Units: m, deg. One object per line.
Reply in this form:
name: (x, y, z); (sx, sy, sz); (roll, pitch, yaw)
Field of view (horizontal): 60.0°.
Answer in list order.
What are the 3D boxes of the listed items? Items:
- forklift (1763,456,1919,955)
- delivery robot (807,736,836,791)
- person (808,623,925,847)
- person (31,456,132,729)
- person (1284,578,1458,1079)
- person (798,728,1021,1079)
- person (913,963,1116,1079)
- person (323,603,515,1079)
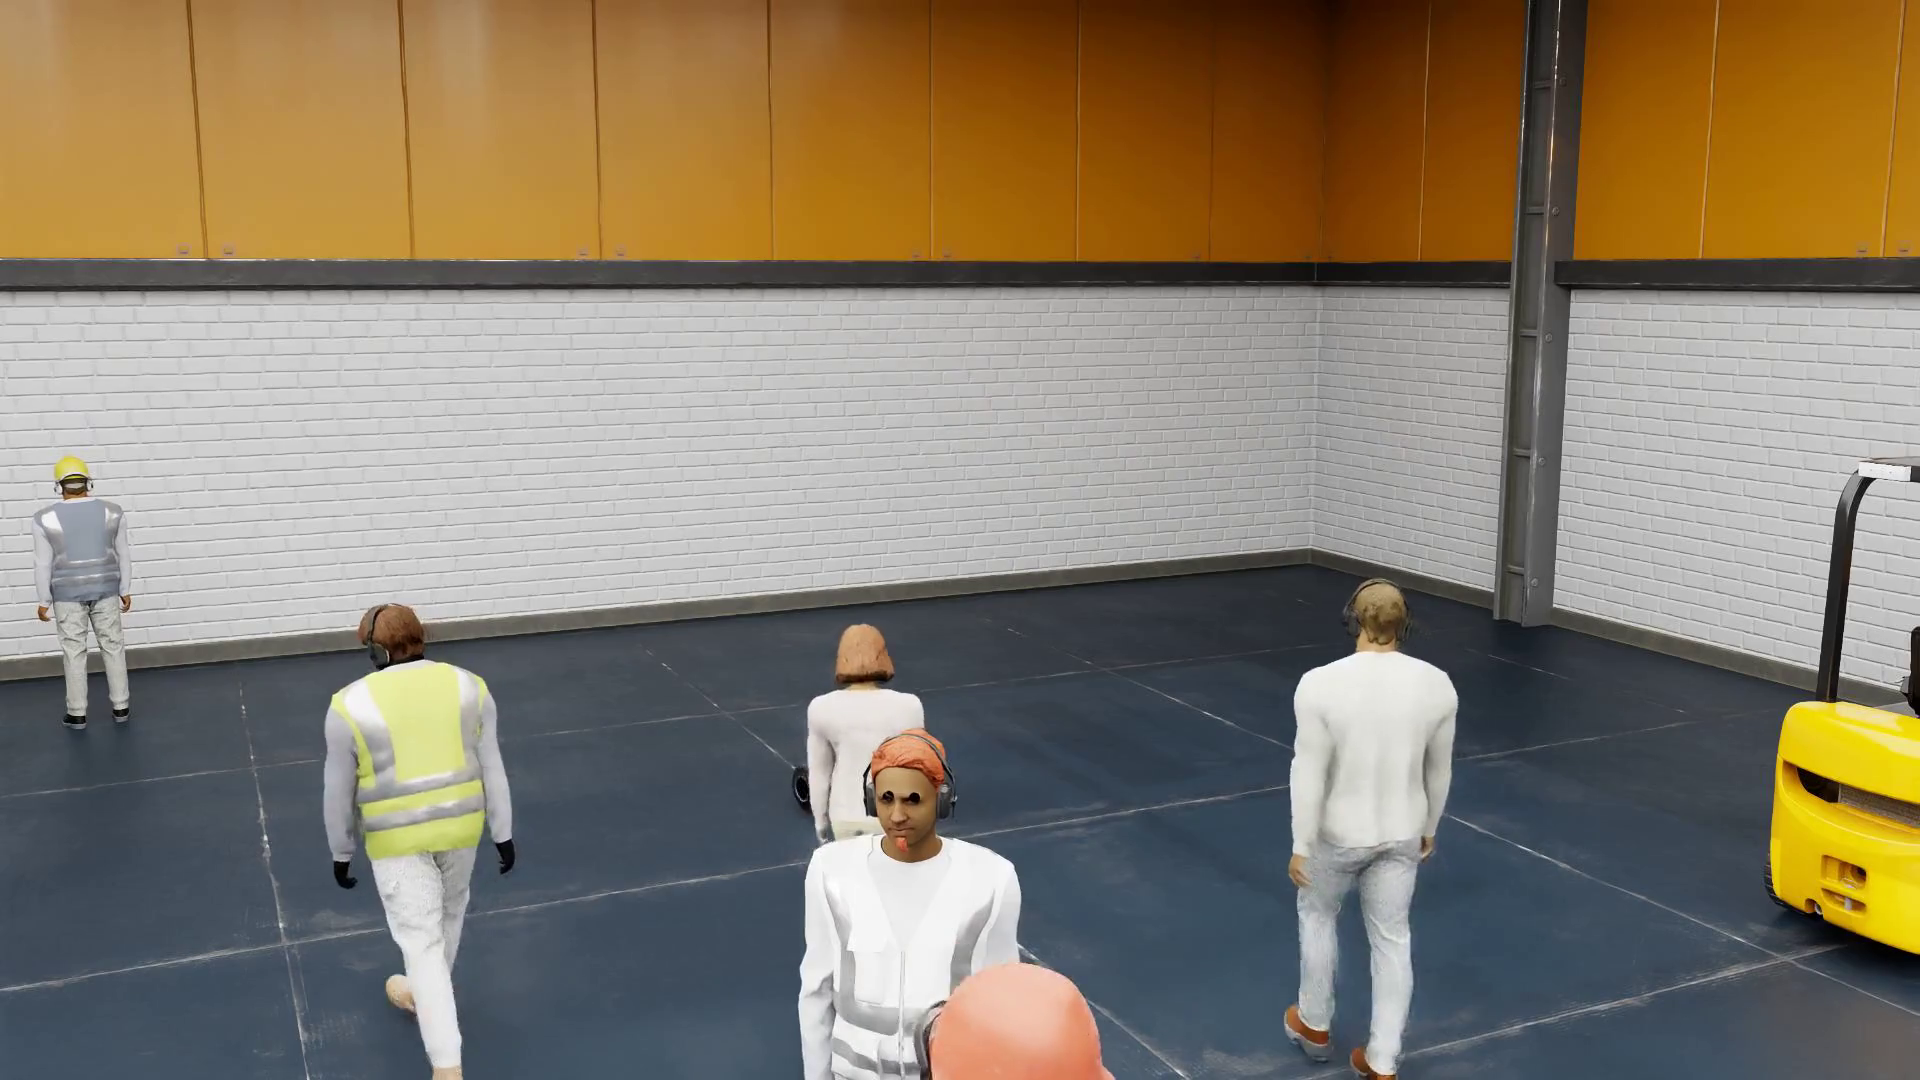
forklift: (4.857, 0.731, 7.561); (2.313, 2.155, 1.214); (-4, 10, -25)
delivery robot: (-0.546, 1.228, 9.259); (0.477, 0.478, 0.707); (-7, 12, -36)
person: (-0.386, 1.147, 6.755); (0.514, 1.611, 0.545); (3, 10, 16)
person: (-5.843, 0.347, 11.094); (0.588, 1.823, 0.403); (-8, 12, -40)
person: (1.504, 1.075, 6.306); (0.651, 1.906, 0.790); (-1, 9, -8)
person: (-0.134, 1.411, 4.305); (0.574, 1.882, 0.356); (1, 9, 5)
person: (-0.001, 1.620, 2.752); (0.981, 1.969, 0.627); (4, 10, 24)
person: (-2.053, 1.132, 6.320); (0.652, 1.784, 0.977); (-7, 12, -37)
